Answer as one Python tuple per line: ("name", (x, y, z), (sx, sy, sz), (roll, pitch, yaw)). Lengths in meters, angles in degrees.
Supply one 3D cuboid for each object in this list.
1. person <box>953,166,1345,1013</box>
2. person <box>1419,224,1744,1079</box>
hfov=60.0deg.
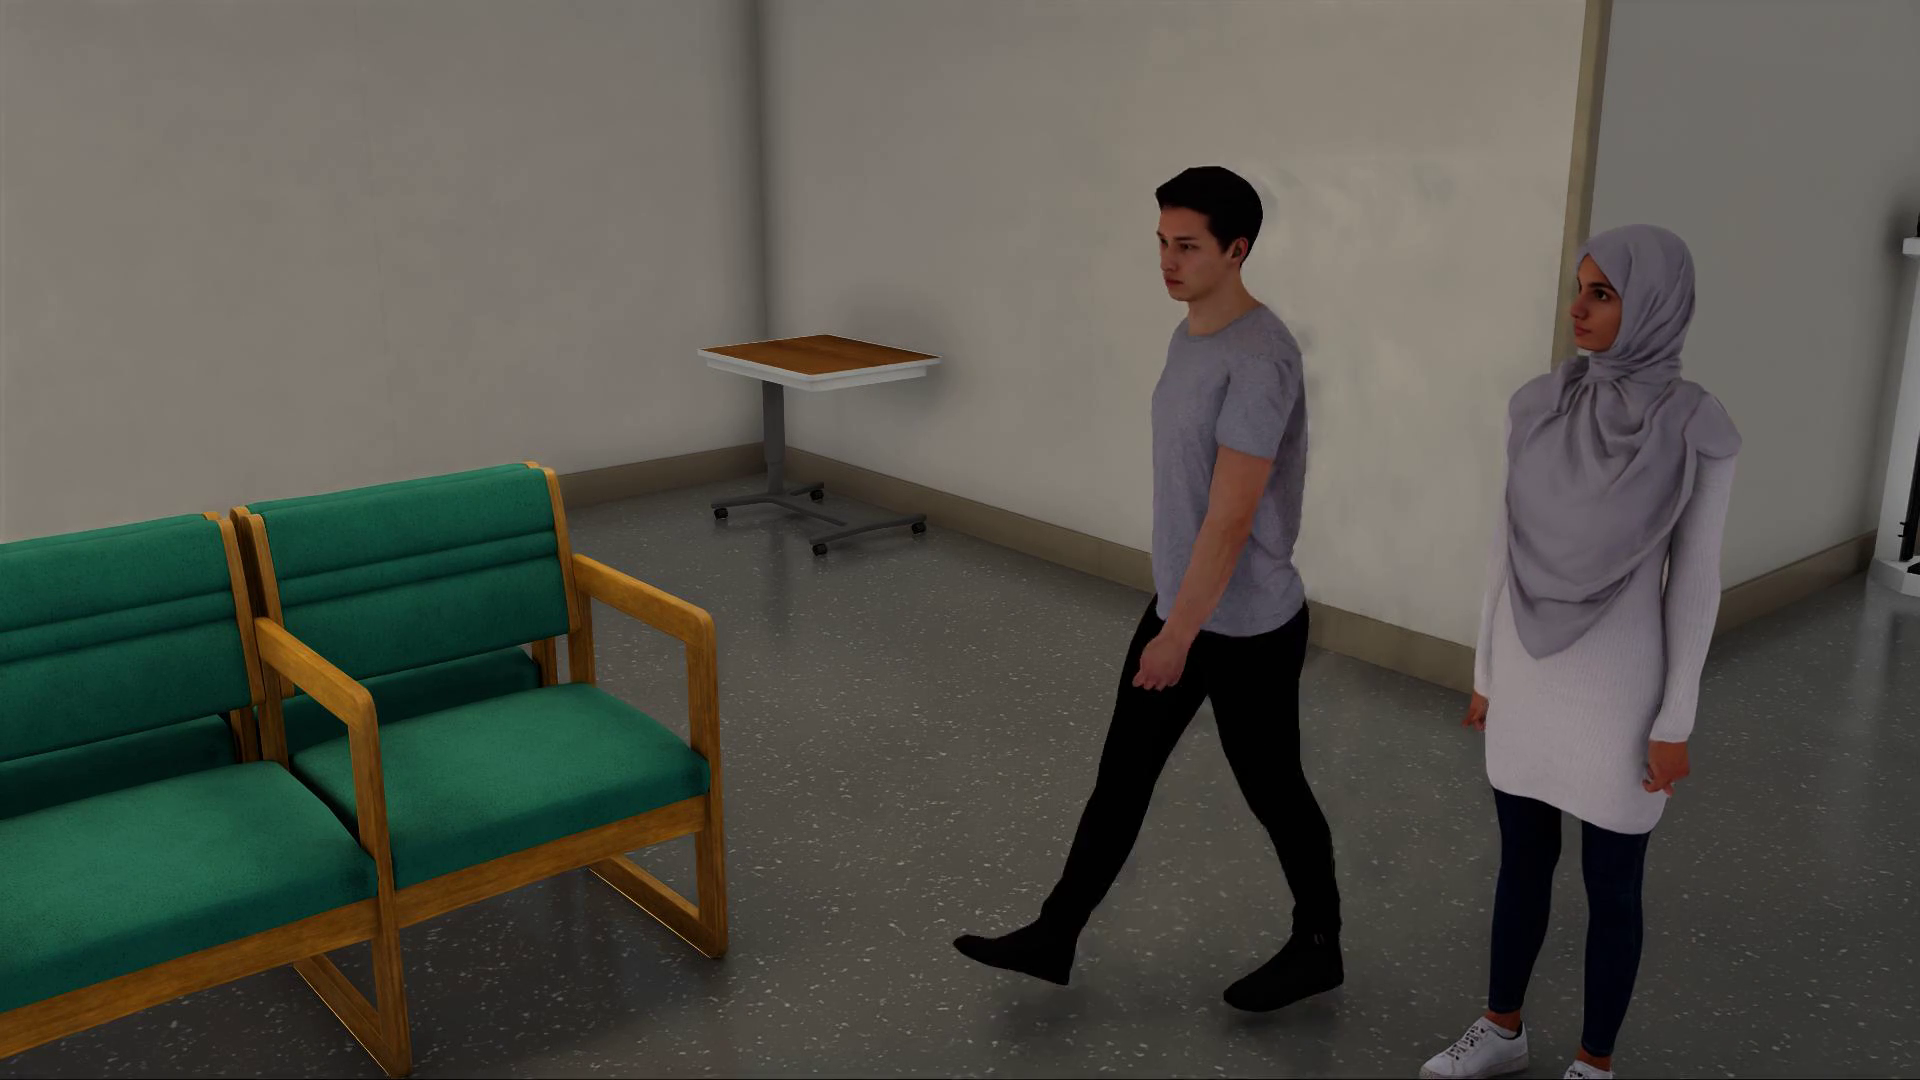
("person", (0.643, 0.173, 3.512), (0.985, 1.824, 1.138), (-5, 16, -17))
("person", (1.200, 0.291, 3.184), (0.662, 1.776, 0.460), (-12, 20, -37))
